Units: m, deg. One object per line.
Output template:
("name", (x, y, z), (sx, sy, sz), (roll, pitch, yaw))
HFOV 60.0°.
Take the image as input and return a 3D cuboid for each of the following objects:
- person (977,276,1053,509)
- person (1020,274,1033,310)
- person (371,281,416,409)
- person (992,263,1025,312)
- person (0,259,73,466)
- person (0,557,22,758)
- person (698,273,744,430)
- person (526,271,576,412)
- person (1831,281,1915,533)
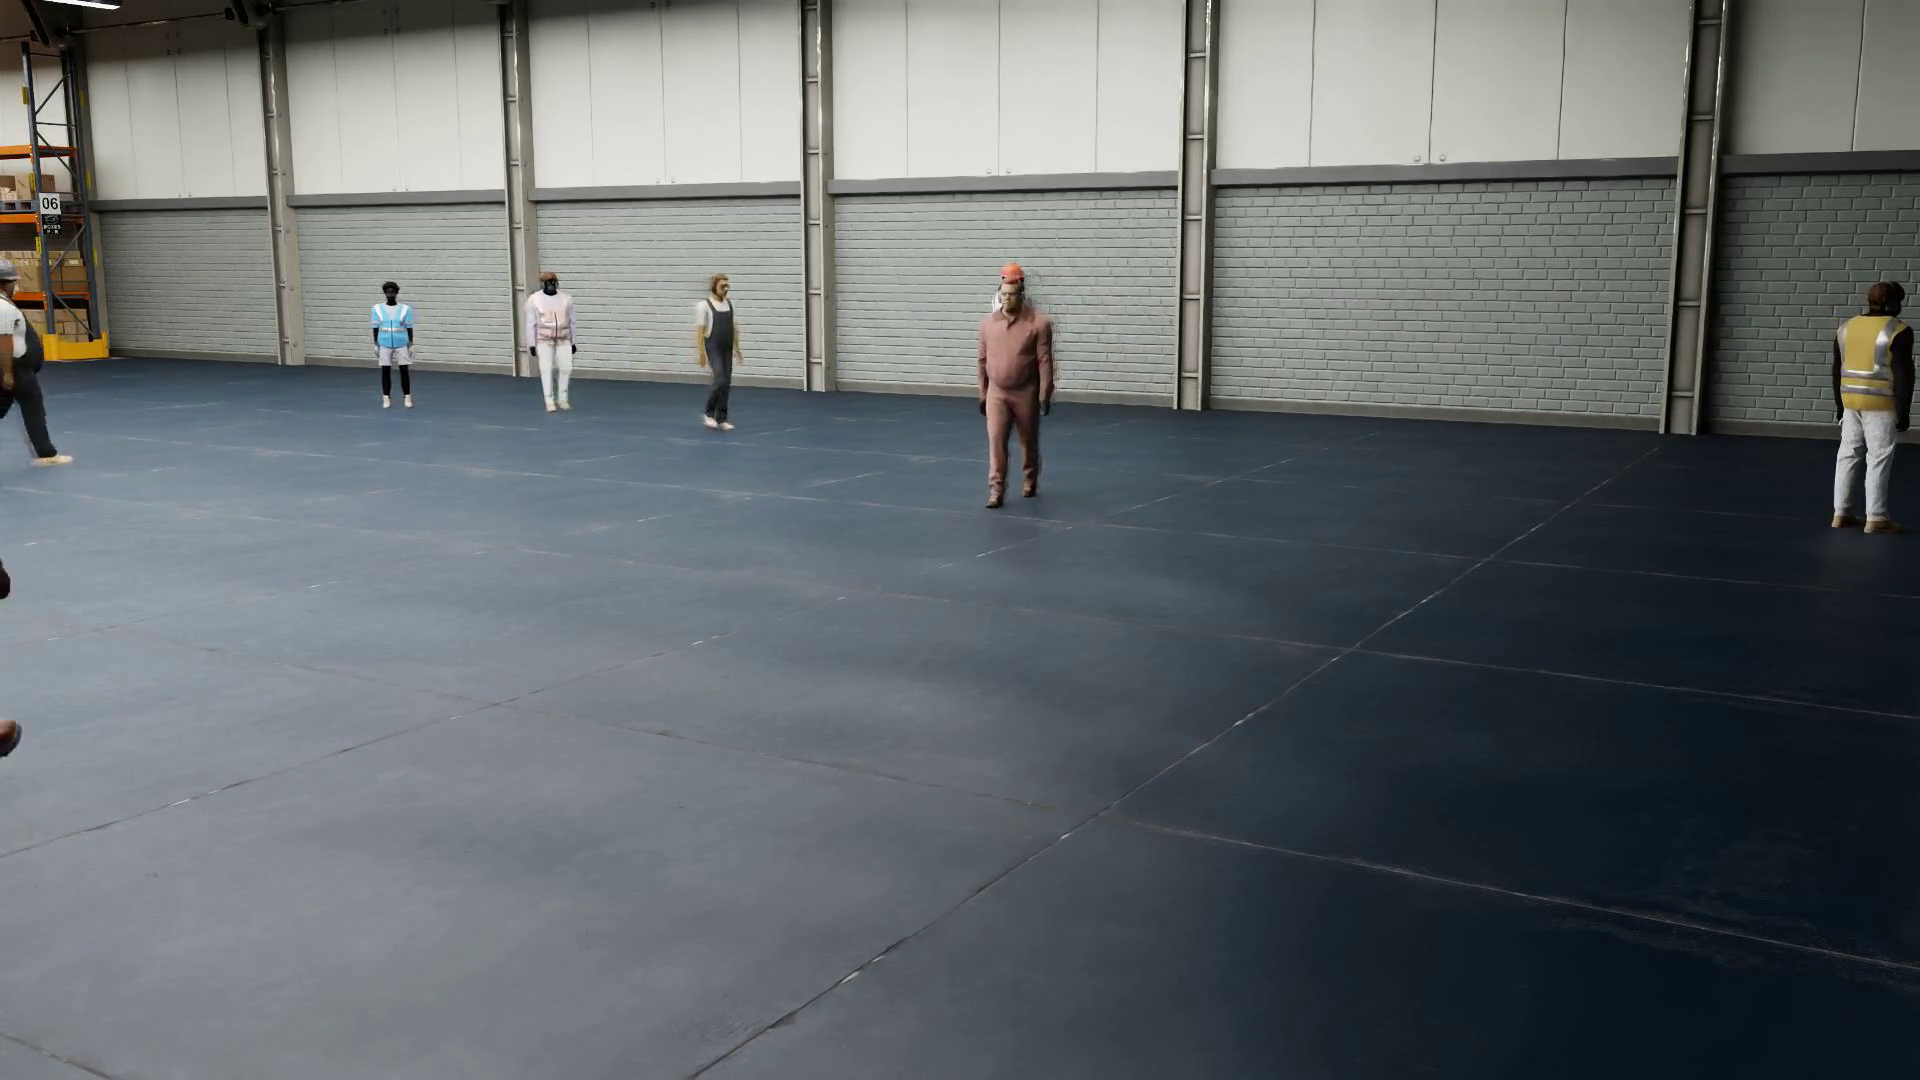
("person", (0.453, -1.227, 13.658), (0.654, 1.866, 0.969), (3, 10, 14))
("person", (0.655, -2.507, 21.236), (0.767, 1.835, 0.487), (4, 11, 24))
("person", (-7.520, -2.586, 22.086), (0.558, 1.693, 0.317), (-3, 10, -16))
("person", (0.625, -2.434, 20.495), (0.361, 1.938, 0.546), (-6, 12, -33))
("person", (-9.131, -1.692, 15.844), (0.966, 2.000, 0.683), (-9, 13, -44))
("person", (-3.727, 0.080, 5.914), (0.643, 1.882, 1.042), (2, 10, 10))
("person", (-2.764, -2.166, 19.256), (0.413, 1.831, 0.524), (8, 13, 40))
("person", (-5.283, -2.565, 21.585), (0.650, 1.822, 0.519), (-5, 11, -26))
("person", (6.725, -0.975, 12.229), (0.428, 1.842, 0.631), (-4, 10, -20))
